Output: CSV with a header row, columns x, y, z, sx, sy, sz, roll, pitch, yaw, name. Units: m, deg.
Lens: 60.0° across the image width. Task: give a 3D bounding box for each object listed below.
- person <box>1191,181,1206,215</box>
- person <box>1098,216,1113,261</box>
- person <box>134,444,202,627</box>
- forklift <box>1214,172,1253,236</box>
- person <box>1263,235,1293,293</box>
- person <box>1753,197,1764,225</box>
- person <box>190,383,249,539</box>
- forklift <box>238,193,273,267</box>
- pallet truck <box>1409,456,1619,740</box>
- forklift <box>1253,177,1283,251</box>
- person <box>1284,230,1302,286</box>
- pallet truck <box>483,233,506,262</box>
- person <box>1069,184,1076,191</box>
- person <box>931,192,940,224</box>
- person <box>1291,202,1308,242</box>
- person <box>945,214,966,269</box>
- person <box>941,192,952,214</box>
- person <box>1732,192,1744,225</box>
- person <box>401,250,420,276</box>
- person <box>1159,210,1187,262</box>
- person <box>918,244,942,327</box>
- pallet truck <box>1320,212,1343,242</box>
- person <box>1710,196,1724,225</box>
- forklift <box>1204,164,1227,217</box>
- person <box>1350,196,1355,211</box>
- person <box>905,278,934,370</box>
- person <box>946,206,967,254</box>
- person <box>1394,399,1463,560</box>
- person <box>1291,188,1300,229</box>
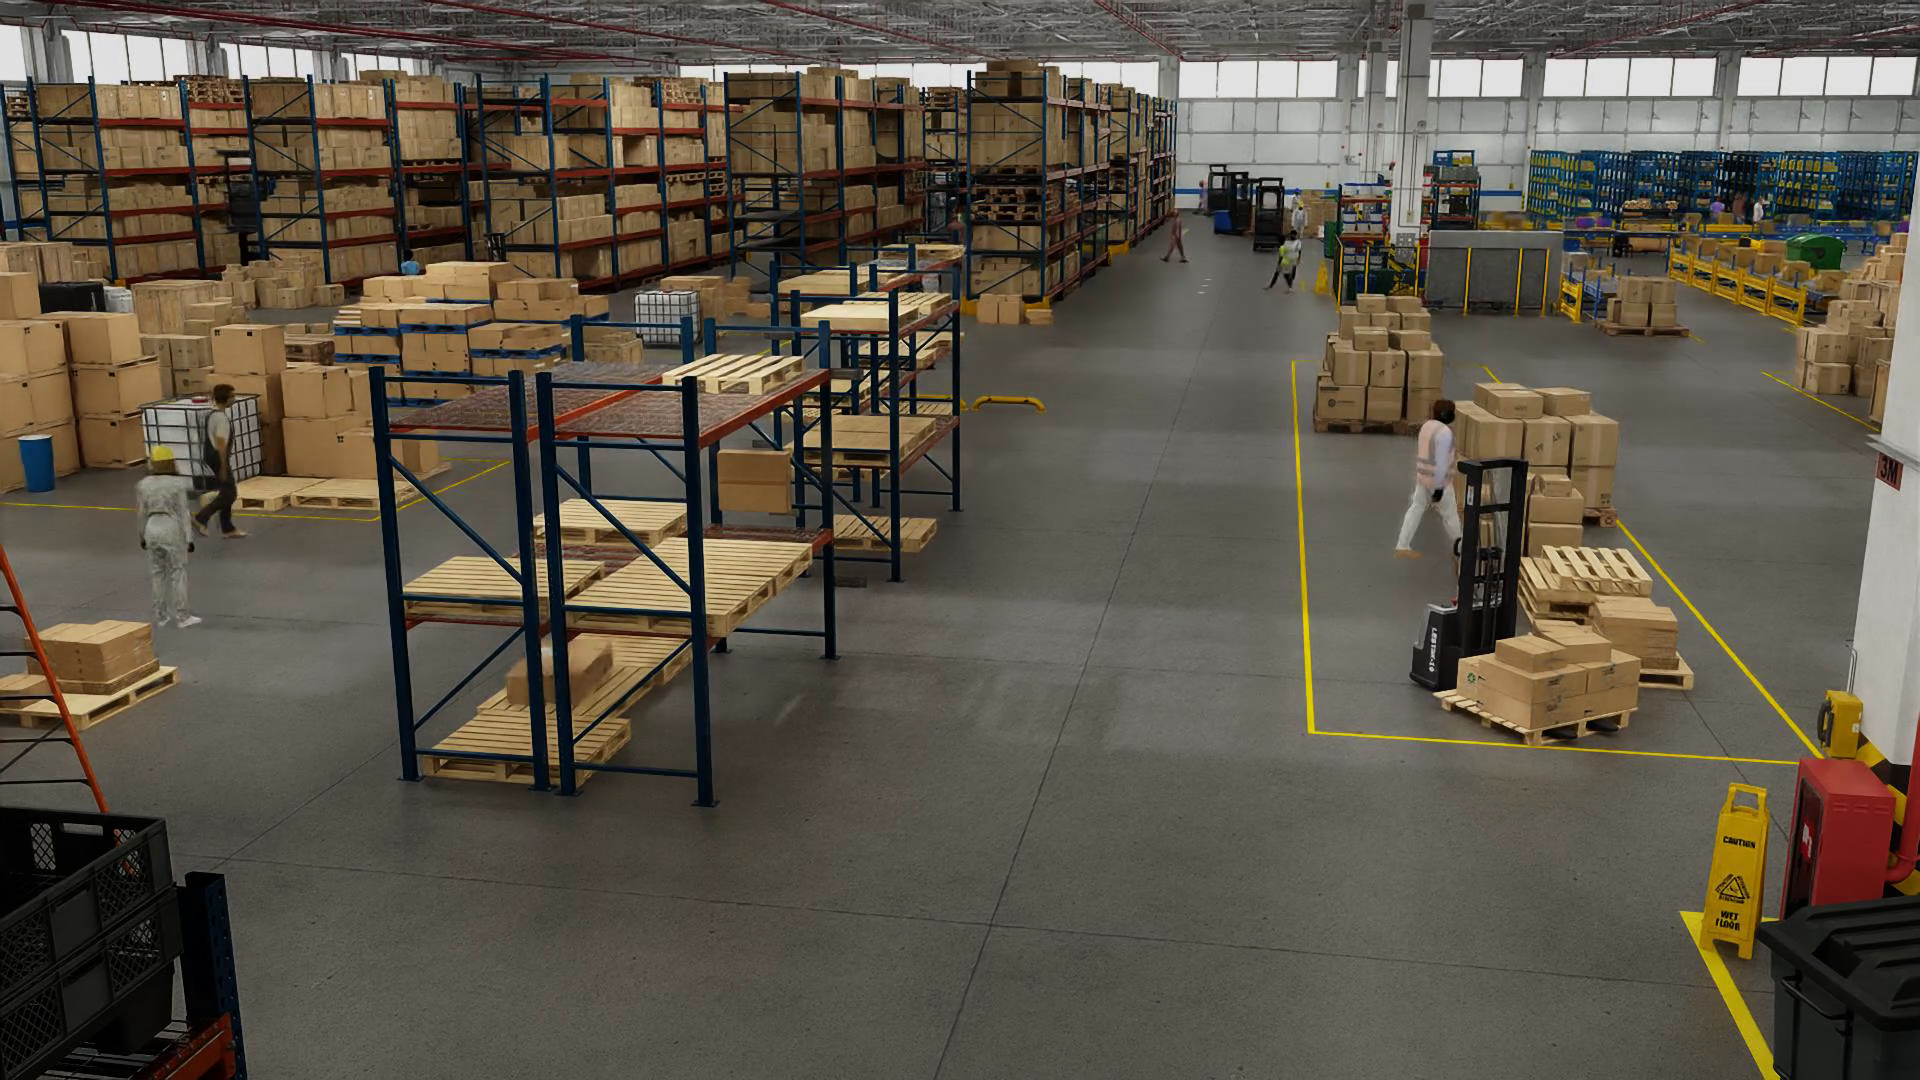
x,y,z,sx,sy,sz,roll,pitch,yaw,name
13.320,-18.913,92.034,0.992,1.883,0.578,1,14,4,person
5.217,-10.757,59.492,0.710,1.605,0.538,1,14,3,person
-7.495,-0.038,15.704,0.506,1.741,0.337,1,14,3,person
12.347,-14.949,73.898,1.129,2.768,1.873,-11,18,-38,forklift
9.270,-7.980,48.138,0.879,1.638,0.545,1,14,3,person
33.547,-13.466,69.900,0.401,1.904,0.645,8,16,28,person
-8.481,-0.869,18.929,0.586,1.824,0.512,-9,17,-33,person
-20.736,-8.815,48.993,1.129,2.768,1.873,-2,14,-7,forklift
4.504,0.400,13.395,0.823,1.965,1.885,-6,15,-23,pallet truck
12.083,-12.747,64.956,1.129,2.768,1.873,3,14,10,forklift
10.081,-8.564,50.429,0.539,1.685,0.416,4,14,14,person
-11.832,-7.026,43.548,1.885,1.965,0.823,8,16,28,pallet truck
5.925,-17.999,88.377,0.660,1.867,0.968,0,14,-2,person
-1.286,-16.829,83.803,0.593,1.784,0.952,1,14,4,person
13.710,-12.719,67.050,0.636,1.801,0.761,1,14,5,person
-0.161,-10.037,56.013,0.673,1.874,0.816,-1,14,-5,person
-0.734,-19.144,92.929,0.503,1.917,0.543,11,18,39,person
34.313,-14.357,73.426,0.634,1.947,1.035,-4,14,-15,person
-13.792,-6.435,41.760,0.315,1.698,0.541,8,16,31,person
7.642,-10.799,59.164,1.011,1.849,0.671,2,14,8,person
-0.713,-6.091,39.810,0.613,1.965,0.361,-6,15,-21,person
15.874,-13.227,70.310,0.680,1.201,1.601,10,17,35,pallet truck
33.046,-14.102,72.629,0.586,1.820,0.655,11,18,38,person
13.949,-18.993,90.314,1.129,2.768,1.873,0,14,-1,forklift
20.674,-17.792,87.806,0.485,1.734,0.349,-9,16,-33,person
-0.967,-4.260,32.539,1.001,1.879,0.548,1,14,4,person
-0.137,-11.704,62.931,0.869,1.794,0.722,-3,14,-13,person
5.214,-0.647,18.066,0.984,1.791,0.648,-2,14,-10,person
16.051,-15.847,79.504,0.612,1.935,0.414,-11,18,-38,person
